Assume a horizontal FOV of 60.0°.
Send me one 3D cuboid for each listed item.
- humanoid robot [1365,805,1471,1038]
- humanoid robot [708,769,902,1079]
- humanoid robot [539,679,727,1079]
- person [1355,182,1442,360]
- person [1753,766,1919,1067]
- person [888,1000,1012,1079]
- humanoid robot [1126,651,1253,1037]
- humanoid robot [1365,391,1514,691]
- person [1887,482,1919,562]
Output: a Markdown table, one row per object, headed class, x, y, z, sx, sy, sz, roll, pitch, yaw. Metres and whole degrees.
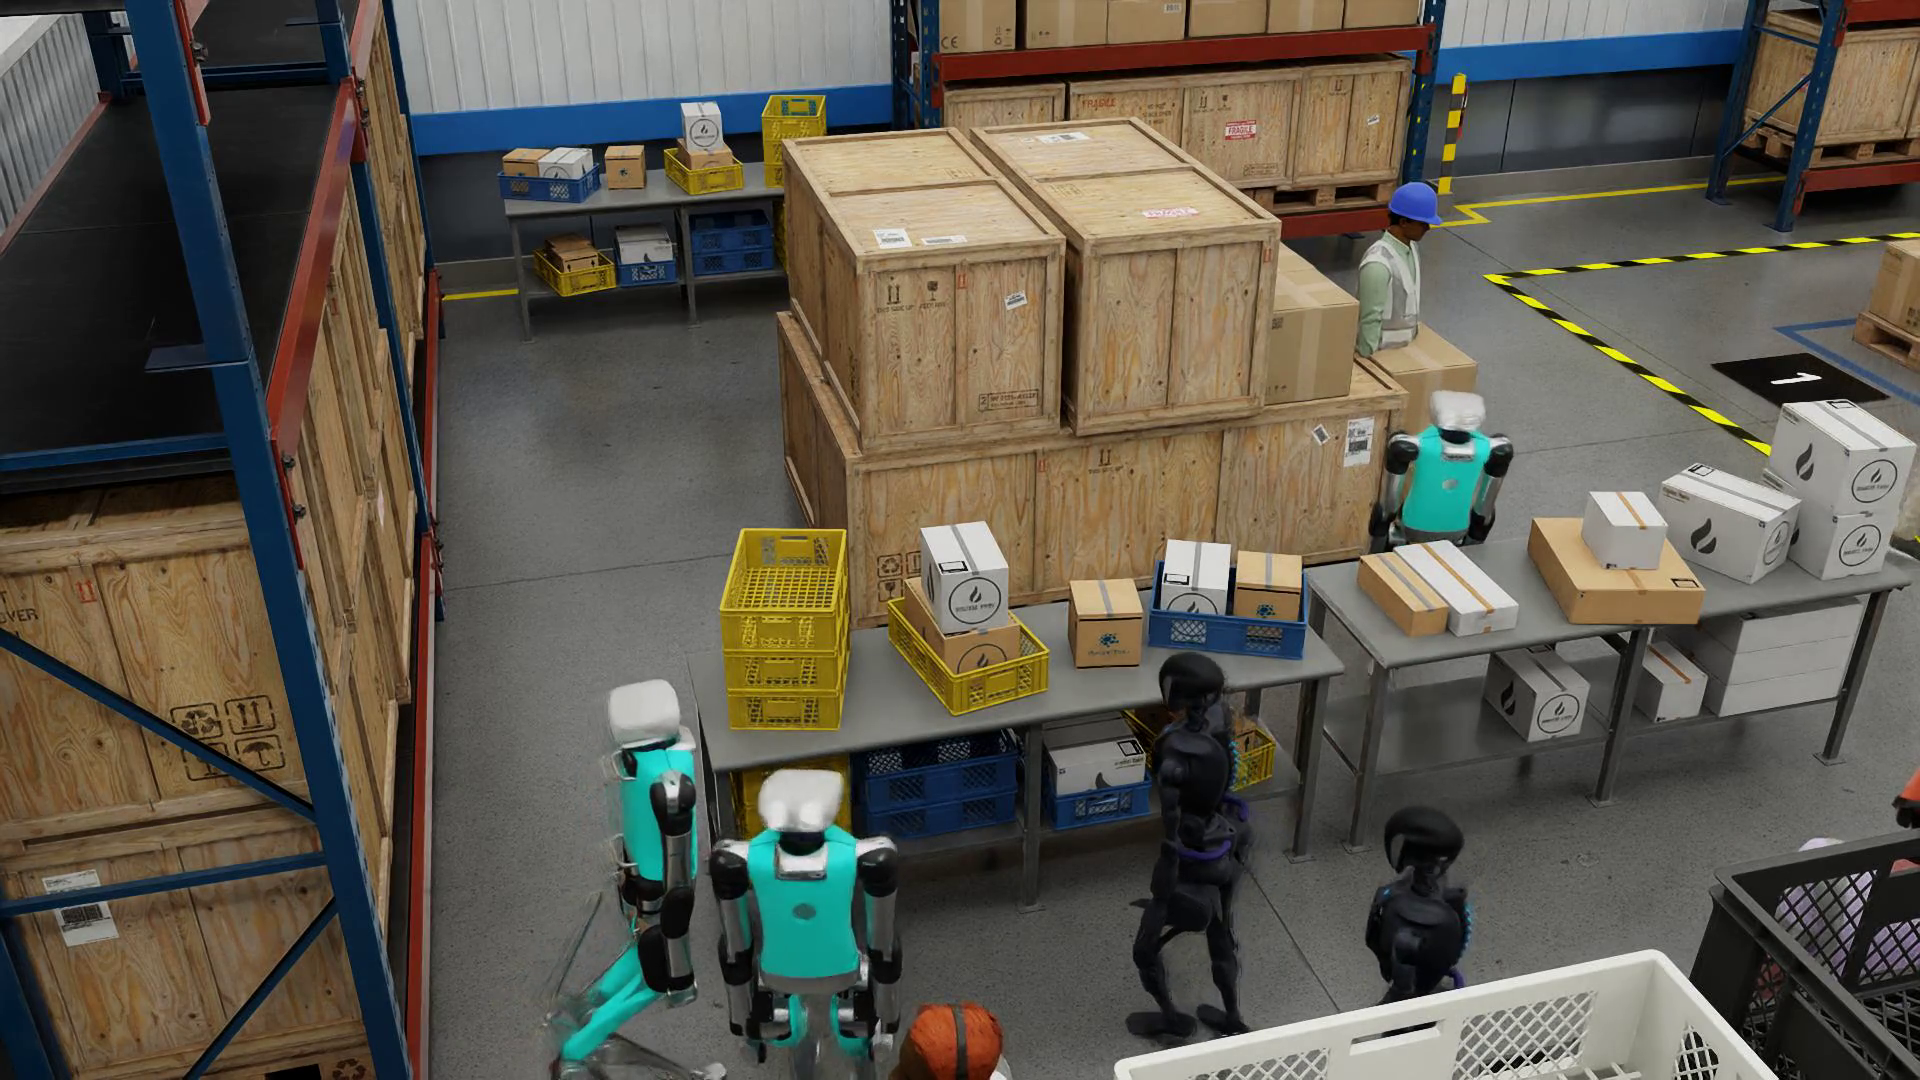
| class | x | y | z | sx | sy | sz | roll | pitch | yaw |
| --- | --- | --- | --- | --- | --- | --- | --- | --- | --- |
| humanoid robot | 1.344 | 1.488 | 4.974 | 0.434 | 1.634 | 0.611 | 11 | 31 | 20 |
| humanoid robot | -0.440 | 1.360 | 5.138 | 0.538 | 1.807 | 0.701 | -1 | 29 | -1 |
| humanoid robot | -1.119 | 1.276 | 5.258 | 0.720 | 1.773 | 0.546 | -11 | 31 | -19 |
| person | 2.377 | -1.056 | 9.315 | 0.416 | 1.932 | 0.614 | 17 | 33 | 29 |
| person | 2.551 | 1.428 | 4.706 | 0.608 | 2.031 | 0.402 | 20 | 34 | 31 |
| person | -0.024 | 1.853 | 4.080 | 0.356 | 1.884 | 0.573 | 2 | 29 | 4 |
| humanoid robot | 0.822 | 1.097 | 5.668 | 0.500 | 1.638 | 0.593 | 14 | 32 | 24 |
| humanoid robot | 2.061 | 0.003 | 7.625 | 0.537 | 1.751 | 0.984 | 0 | 29 | 0 |
| person | 5.483 | -0.559 | 8.620 | 0.949 | 1.709 | 0.574 | 20 | 35 | 32 |
